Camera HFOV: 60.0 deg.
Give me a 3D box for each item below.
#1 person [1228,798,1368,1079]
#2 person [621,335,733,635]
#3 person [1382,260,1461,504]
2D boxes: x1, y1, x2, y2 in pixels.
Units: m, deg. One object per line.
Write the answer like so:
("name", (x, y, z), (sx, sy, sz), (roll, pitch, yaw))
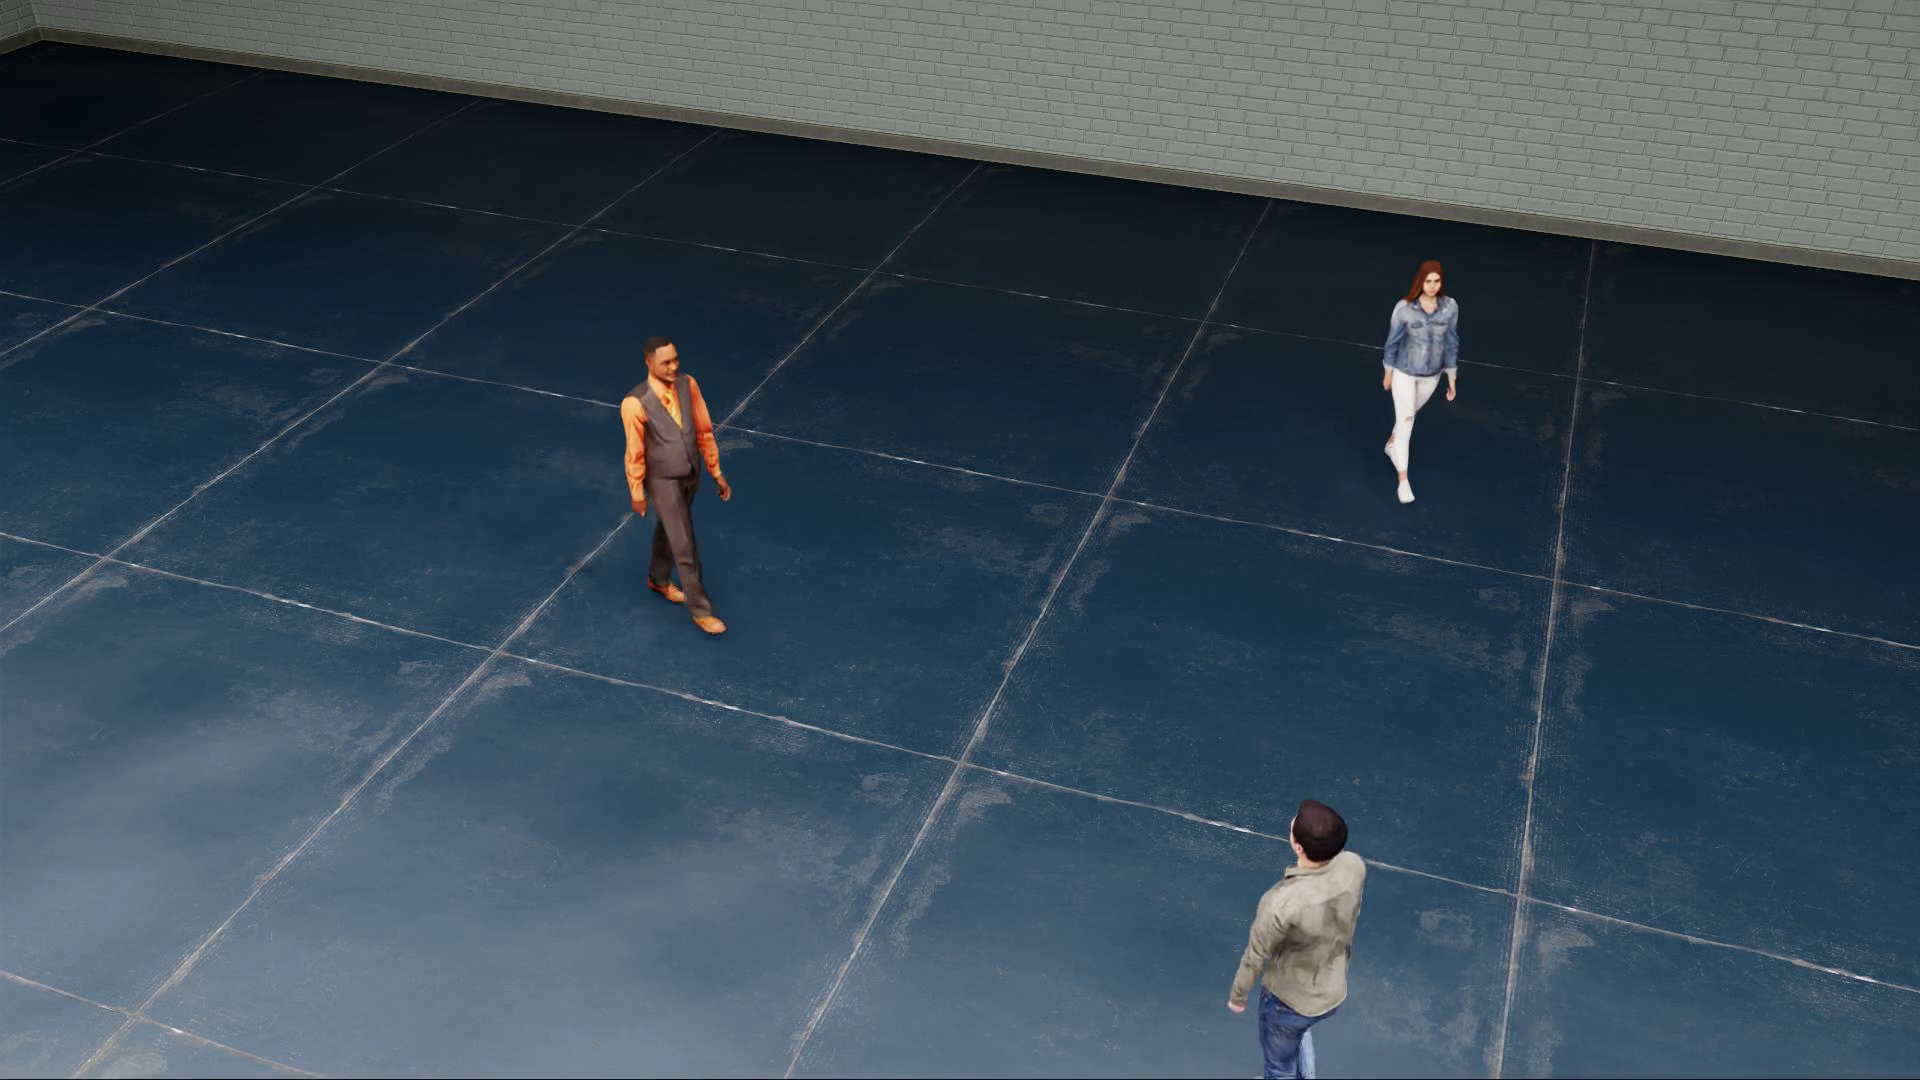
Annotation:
("person", (1.411, 1.822, 6.626), (0.807, 1.860, 0.900), (-20, 38, -28))
("person", (-1.806, -0.393, 10.016), (0.971, 1.877, 1.090), (22, 39, 30))
("person", (3.102, -1.151, 11.389), (0.948, 1.652, 1.187), (-4, 33, -6))
